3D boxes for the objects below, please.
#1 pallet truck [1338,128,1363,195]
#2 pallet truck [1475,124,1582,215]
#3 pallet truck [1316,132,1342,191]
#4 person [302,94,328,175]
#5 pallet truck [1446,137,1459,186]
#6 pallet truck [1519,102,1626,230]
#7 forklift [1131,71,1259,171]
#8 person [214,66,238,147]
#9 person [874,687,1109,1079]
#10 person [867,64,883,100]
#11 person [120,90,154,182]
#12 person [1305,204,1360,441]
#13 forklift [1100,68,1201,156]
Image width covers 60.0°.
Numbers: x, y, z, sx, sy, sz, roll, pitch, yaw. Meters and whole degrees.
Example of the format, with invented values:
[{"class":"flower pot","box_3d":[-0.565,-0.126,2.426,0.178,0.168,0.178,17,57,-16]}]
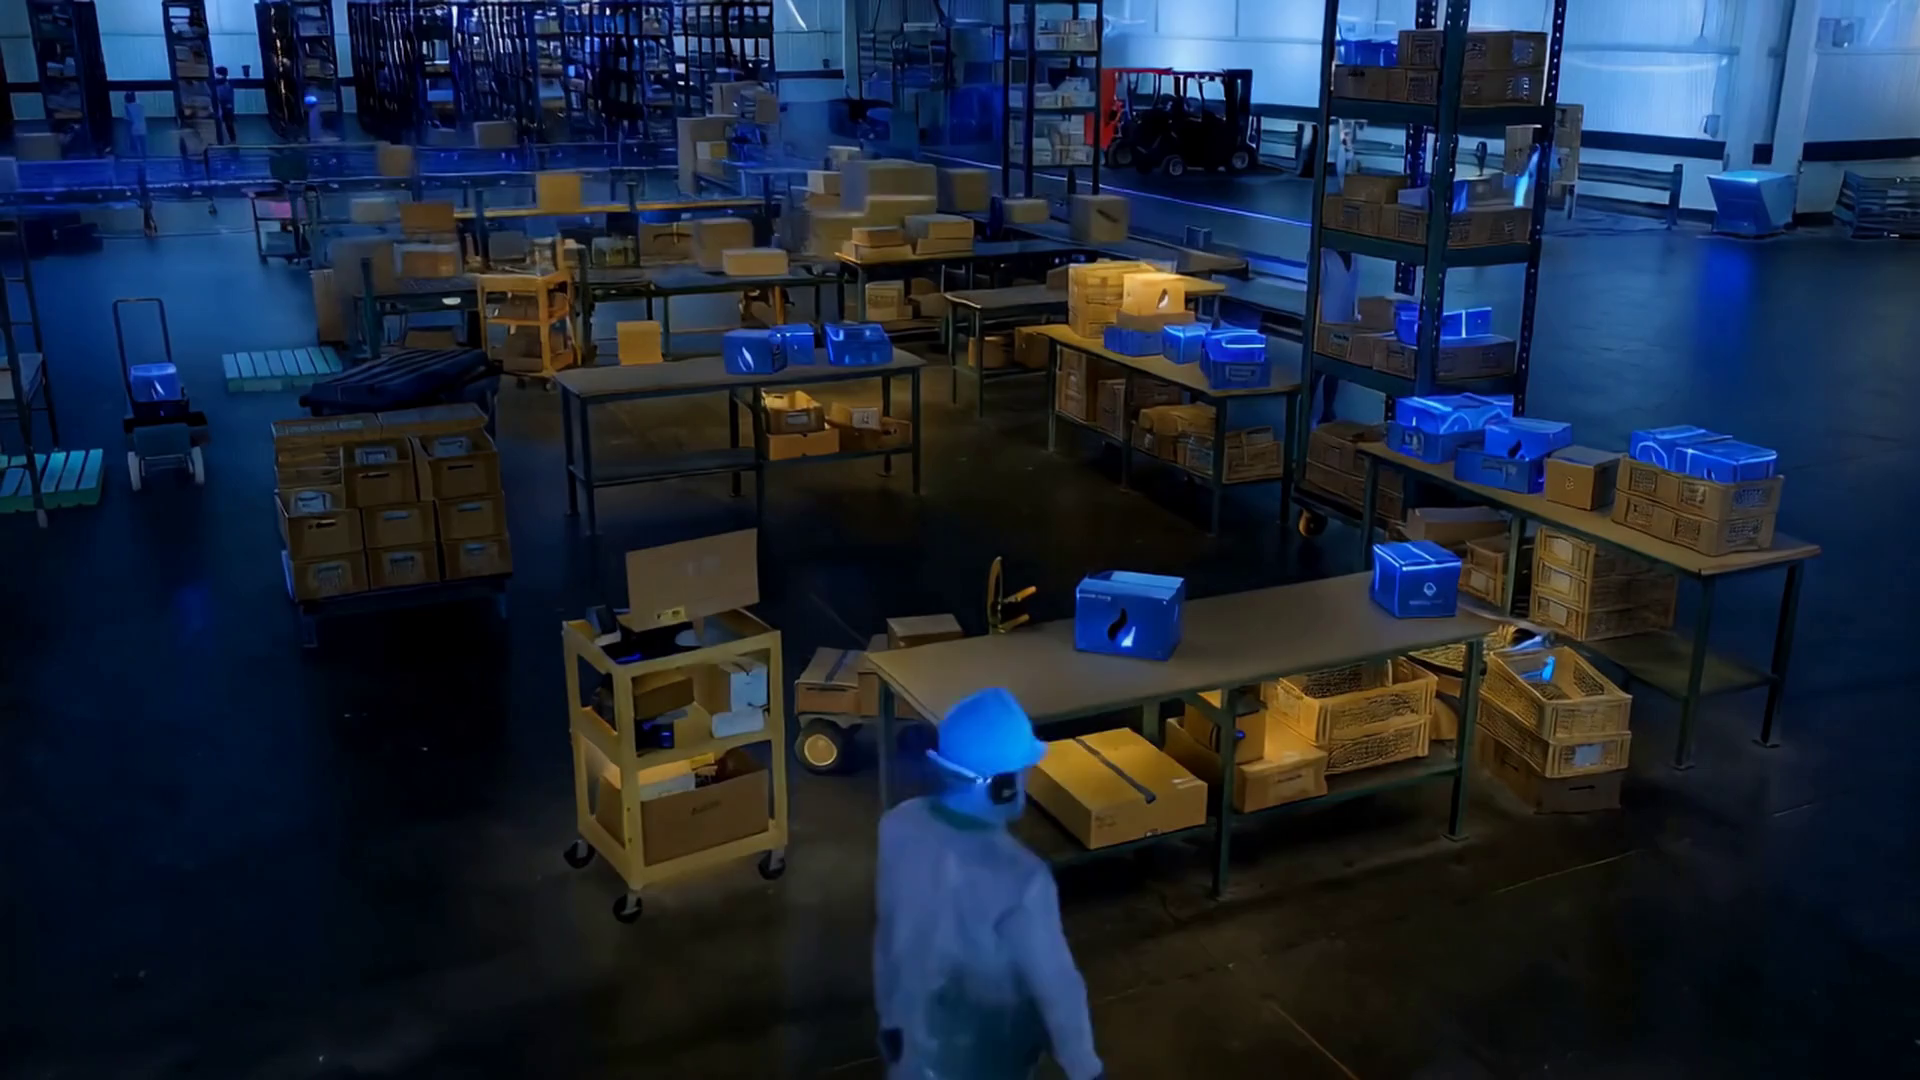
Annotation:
[{"class":"pallet truck","box_3d":[7.845,-7.140,31.411,1.522,1.261,0.704,-9,20,-25]},{"class":"pallet truck","box_3d":[9.707,-6.455,28.103,1.885,1.965,0.823,-7,19,-20]},{"class":"pallet truck","box_3d":[7.723,-7.504,32.656,1.601,1.201,0.680,-8,19,-23]},{"class":"person","box_3d":[-13.238,-8.217,34.041,0.481,1.747,0.554,-4,18,-11]},{"class":"pallet truck","box_3d":[9.184,-6.485,29.328,1.630,1.274,0.653,-8,19,-23]},{"class":"pallet truck","box_3d":[9.972,-6.037,26.785,1.885,1.965,0.823,-9,20,-25]},{"class":"forklift","box_3d":[4.998,-8.936,35.413,2.680,1.987,1.157,-9,20,-25]},{"class":"person","box_3d":[-18.727,-10.995,42.345,0.419,2.036,0.621,-2,18,-6]},{"class":"person","box_3d":[0.142,1.219,4.249,0.810,1.801,0.600,-11,21,-31]},{"class":"person","box_3d":[-2.267,-12.288,46.522,0.645,1.968,0.650,2,18,6]},{"class":"person","box_3d":[-16.887,-8.290,34.130,0.373,1.843,0.572,7,19,21]},{"class":"person","box_3d":[3.018,-1.744,13.377,0.543,1.928,0.374,-13,22,-35]},{"class":"forklift","box_3d":[4.082,-9.564,37.410,2.680,1.987,1.157,-8,19,-23]}]
